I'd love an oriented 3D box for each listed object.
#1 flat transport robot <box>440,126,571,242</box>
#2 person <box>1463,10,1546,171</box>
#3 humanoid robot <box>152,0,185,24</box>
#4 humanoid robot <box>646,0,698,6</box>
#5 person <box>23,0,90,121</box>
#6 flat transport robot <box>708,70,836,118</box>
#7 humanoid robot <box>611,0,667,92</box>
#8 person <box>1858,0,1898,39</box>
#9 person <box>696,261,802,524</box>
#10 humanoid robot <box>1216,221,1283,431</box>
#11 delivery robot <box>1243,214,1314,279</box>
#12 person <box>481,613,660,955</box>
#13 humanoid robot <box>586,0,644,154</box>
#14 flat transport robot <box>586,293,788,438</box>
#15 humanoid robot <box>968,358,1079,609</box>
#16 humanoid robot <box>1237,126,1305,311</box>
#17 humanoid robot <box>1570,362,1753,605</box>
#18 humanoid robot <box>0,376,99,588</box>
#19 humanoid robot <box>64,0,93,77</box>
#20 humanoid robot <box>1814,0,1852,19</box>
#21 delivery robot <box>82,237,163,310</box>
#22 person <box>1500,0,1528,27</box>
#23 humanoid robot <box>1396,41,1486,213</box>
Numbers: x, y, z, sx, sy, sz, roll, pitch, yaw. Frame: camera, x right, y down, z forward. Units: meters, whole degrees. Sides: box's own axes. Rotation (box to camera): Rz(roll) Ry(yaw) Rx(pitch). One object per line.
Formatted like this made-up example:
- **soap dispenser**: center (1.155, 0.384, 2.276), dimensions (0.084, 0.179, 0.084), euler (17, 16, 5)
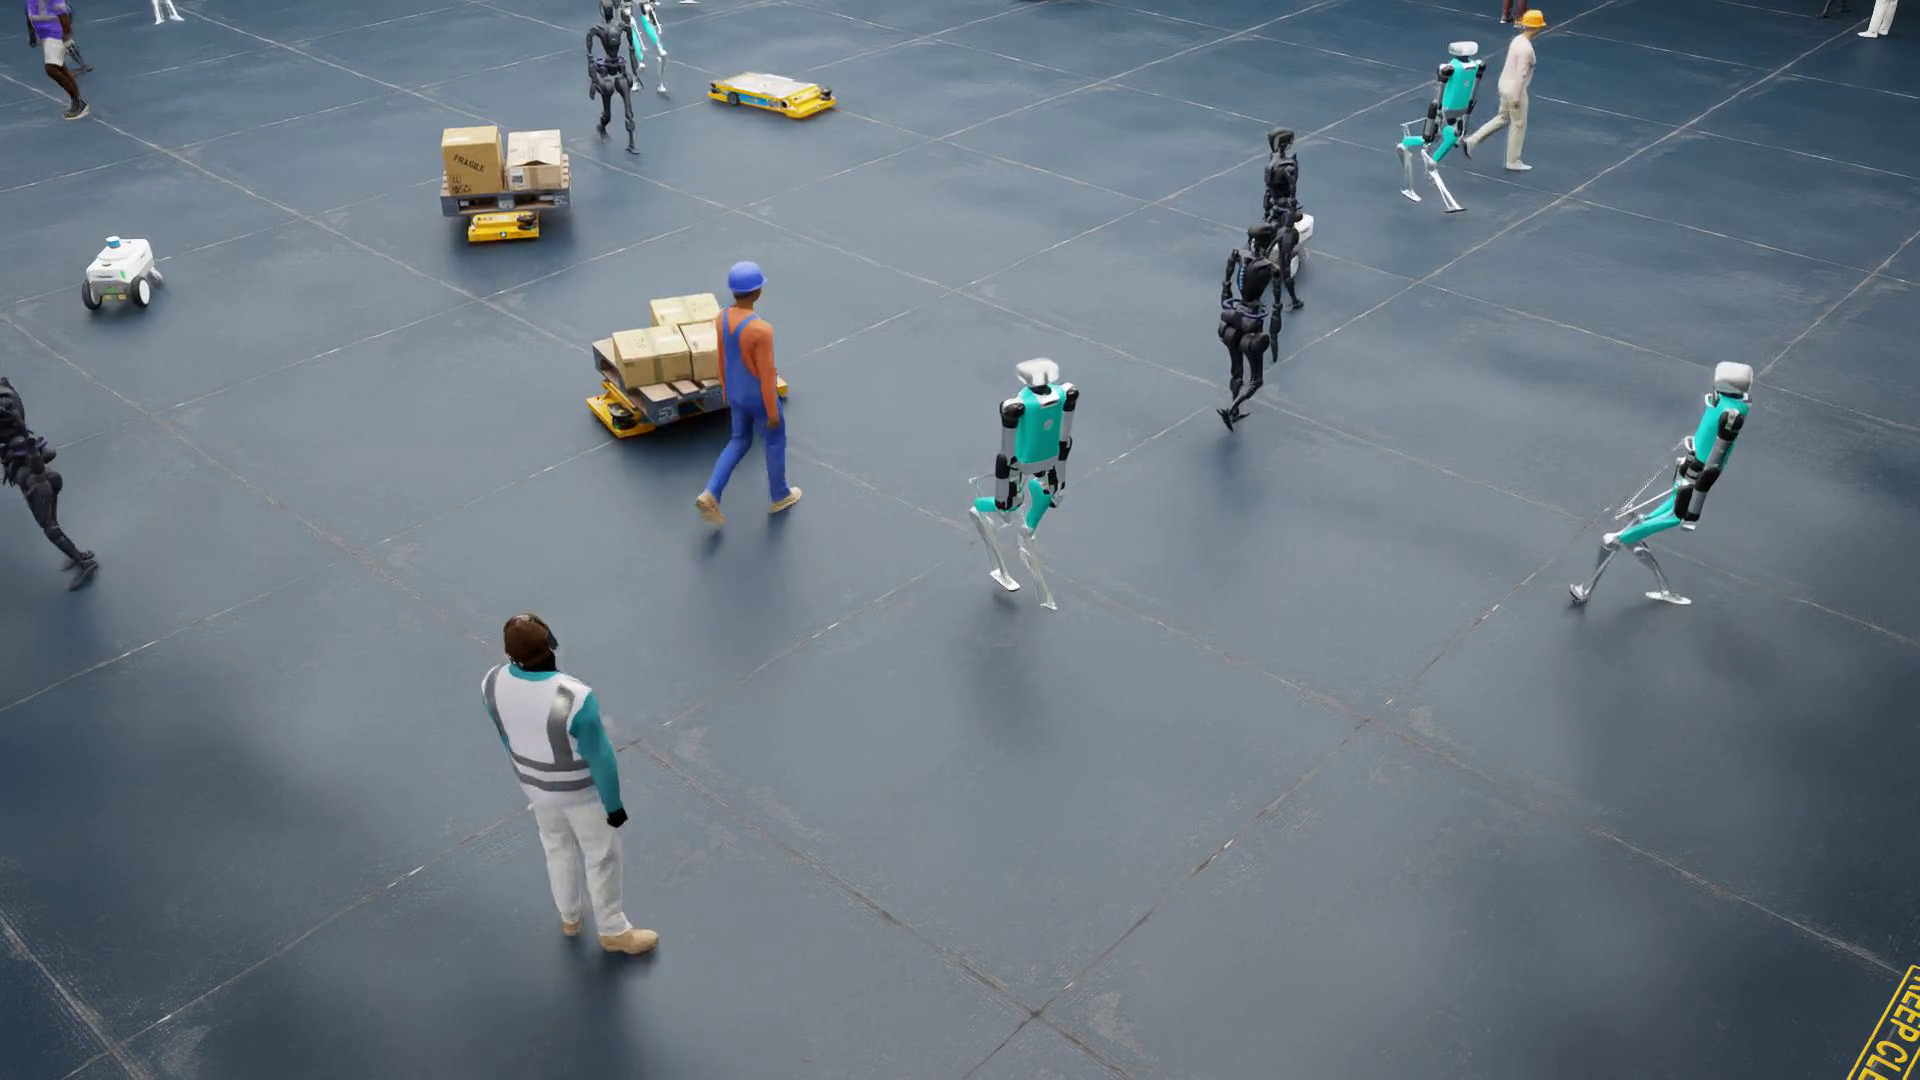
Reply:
- **flat transport robot**: center (-4.463, -3.318, 16.498), dimensions (0.659, 0.231, 1.431), euler (-6, 32, -10)
- **person**: center (5.736, -4.698, 17.383), dimensions (0.643, 1.672, 0.479), euler (0, 32, -1)
- **humanoid robot**: center (-10.938, -7.838, 22.390), dimensions (0.575, 1.788, 0.719), euler (-26, 40, -35)
- **humanoid robot**: center (-3.951, -8.184, 22.941), dimensions (0.997, 1.730, 0.552), euler (7, 33, 11)
- **person**: center (-10.284, -5.700, 18.749), dimensions (0.612, 1.949, 0.500), euler (22, 38, 31)
- **flat transport robot**: center (-2.231, -5.266, 19.634), dimensions (1.431, 0.231, 0.659), euler (20, 37, 29)
- **humanoid robot**: center (-3.724, -6.060, 19.522), dimensions (0.554, 1.762, 0.861), euler (-17, 36, -25)
- **person**: center (12.226, -7.427, 21.812), dimensions (0.510, 1.640, 0.306), euler (-16, 35, -24)
- **person**: center (-1.451, -0.960, 11.176), dimensions (0.541, 1.885, 0.788), euler (22, 38, 31)
- **humanoid robot**: center (2.079, -1.582, 12.379), dimensions (0.529, 1.644, 0.592), euler (-25, 40, -34)
- **delivery robot**: center (2.961, -2.770, 15.314), dimensions (0.499, 0.564, 0.735), euler (20, 37, 29)
- **person**: center (-1.816, 1.155, 7.850), dimensions (0.765, 1.815, 0.433), euler (16, 35, 24)
- **humanoid robot**: center (-3.757, -5.039, 17.968), dimensions (0.613, 1.634, 0.736), euler (-19, 37, -28)
- **flat transport robot**: center (-2.138, -1.169, 13.036), dimensions (1.431, 0.231, 0.659), euler (-19, 36, -27)
- **humanoid robot**: center (0.334, -0.370, 10.387), dimensions (0.538, 1.803, 0.796), euler (-20, 37, -28)
- **humanoid robot**: center (2.743, -2.714, 14.234), dimensions (0.613, 1.673, 0.616), euler (-7, 32, -11)
- **humanoid robot**: center (4.256, -0.314, 10.318), dimensions (0.914, 1.805, 0.560), euler (10, 33, 16)
- **humanoid robot**: center (-5.922, -0.463, 10.579), dimensions (0.607, 1.647, 0.395), euler (21, 37, 30)
- **humanoid robot**: center (-11.031, -6.539, 20.351), dimensions (0.434, 1.634, 0.607), euler (-9, 33, -14)
- **humanoid robot**: center (12.133, -7.986, 22.734), dimensions (0.810, 1.626, 0.586), euler (-15, 35, -22)
- **delivery robot**: center (-7.413, -2.372, 14.706), dimensions (0.521, 0.598, 0.769), euler (-3, 32, -4)
- **person**: center (7.605, -7.824, 22.298), dimensions (0.381, 1.806, 0.550), euler (-16, 35, -23)
- **humanoid robot**: center (4.657, -4.050, 16.291), dimensions (0.548, 1.731, 1.025), euler (-15, 35, -23)
